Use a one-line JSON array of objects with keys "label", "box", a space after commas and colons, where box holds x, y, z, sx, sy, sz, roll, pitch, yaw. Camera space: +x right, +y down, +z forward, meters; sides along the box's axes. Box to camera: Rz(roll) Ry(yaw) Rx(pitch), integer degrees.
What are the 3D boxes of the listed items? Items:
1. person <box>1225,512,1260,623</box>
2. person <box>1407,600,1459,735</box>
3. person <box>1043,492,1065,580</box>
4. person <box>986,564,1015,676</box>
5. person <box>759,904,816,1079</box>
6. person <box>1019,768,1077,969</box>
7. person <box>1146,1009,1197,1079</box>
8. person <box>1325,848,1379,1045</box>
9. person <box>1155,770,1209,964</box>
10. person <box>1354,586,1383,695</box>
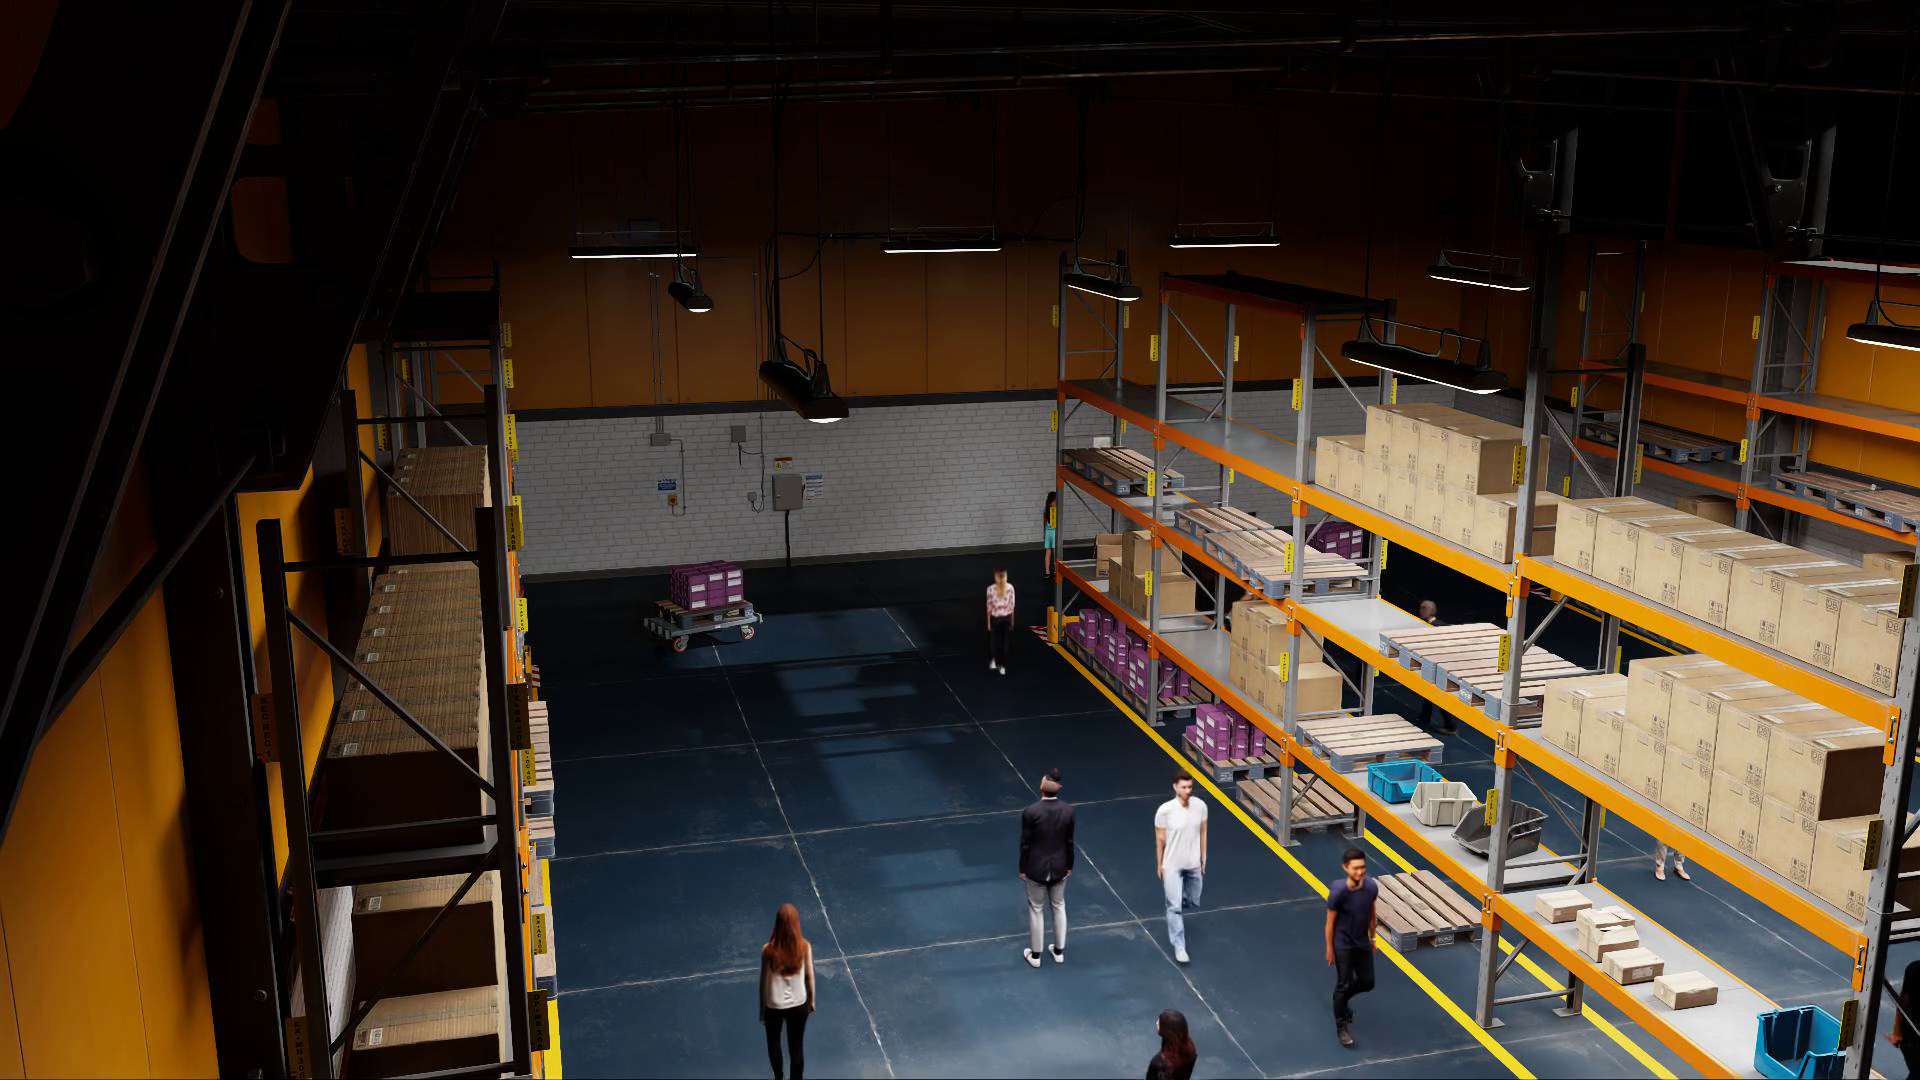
[{"label": "person", "box": [4.591, 0.488, 26.522, 0.788, 1.827, 1.106, -5, 14, -19]}, {"label": "person", "box": [6.334, 1.675, 21.747, 1.077, 1.765, 1.021, 9, 16, 33]}, {"label": "person", "box": [1.637, -0.093, 29.491, 0.633, 1.558, 0.705, 10, 17, 35]}, {"label": "person", "box": [0.600, 1.174, 24.133, 0.634, 1.617, 0.666, 0, 14, -2]}, {"label": "person", "box": [-1.373, 3.759, 13.262, 0.628, 1.710, 0.641, -3, 14, -11]}, {"label": "person", "box": [0.827, 3.055, 15.657, 0.691, 1.950, 0.567, -4, 14, -16]}, {"label": "person", "box": [1.594, 4.125, 11.926, 1.018, 1.626, 0.922, 10, 17, 34]}, {"label": "person", "box": [3.344, 3.452, 14.380, 0.657, 1.779, 0.721, -4, 14, -17]}, {"label": "person", "box": [2.097, 3.053, 15.904, 0.688, 1.838, 1.038, -3, 14, -12]}, {"label": "person", "box": [5.633, 1.367, 23.245, 0.763, 1.660, 0.789, -11, 18, -39]}]
